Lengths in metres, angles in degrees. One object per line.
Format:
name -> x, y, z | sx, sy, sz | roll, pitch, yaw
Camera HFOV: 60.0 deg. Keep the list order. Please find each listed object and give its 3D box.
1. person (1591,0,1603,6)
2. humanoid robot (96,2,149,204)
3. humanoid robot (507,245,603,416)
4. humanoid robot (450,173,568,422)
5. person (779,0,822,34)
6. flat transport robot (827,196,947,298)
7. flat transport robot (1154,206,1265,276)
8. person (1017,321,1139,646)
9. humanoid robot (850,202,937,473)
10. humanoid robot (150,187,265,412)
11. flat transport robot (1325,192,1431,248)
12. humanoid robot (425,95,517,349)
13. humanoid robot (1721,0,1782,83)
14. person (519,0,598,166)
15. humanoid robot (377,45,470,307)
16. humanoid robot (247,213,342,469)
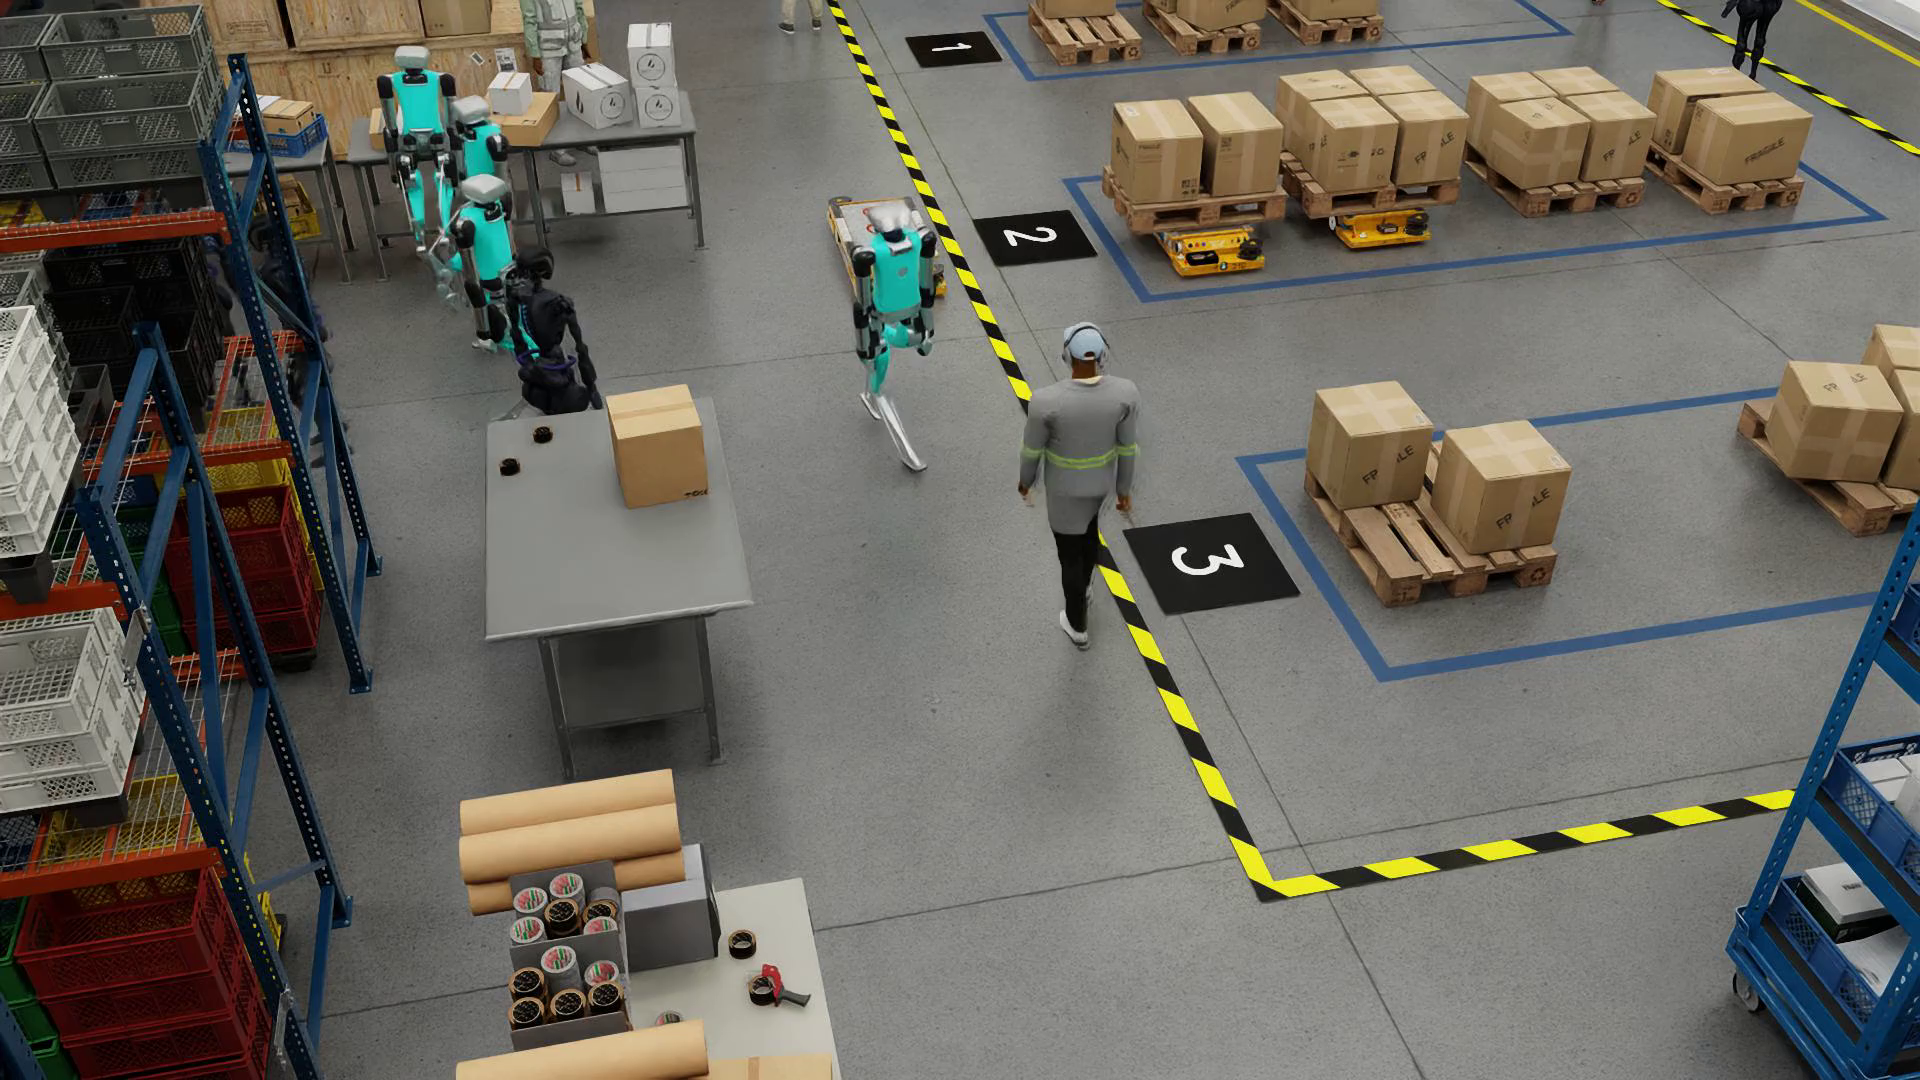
person -> 6.642, -6.327, 16.714 | 0.582, 1.872, 0.417 | 9, 38, 12
humanoid robot -> -6.458, -3.355, 12.927 | 0.742, 1.646, 0.594 | -8, 37, -11
humanoid robot -> -2.362, -0.905, 9.588 | 0.601, 1.639, 0.419 | 19, 41, 24
humanoid robot -> -2.607, -1.343, 10.148 | 0.895, 1.781, 0.568 | 11, 38, 14
person -> -1.583, -5.805, 16.098 | 0.563, 1.769, 0.398 | -13, 39, -17
flat transport robot -> -0.570, -2.220, 12.538 | 0.659, 0.231, 1.431 | -8, 37, -10
flat transport robot -> 1.798, -2.476, 12.858 | 0.652, 0.197, 1.431 | -8, 37, -10
person -> 0.586, -0.344, 8.704 | 0.585, 1.829, 0.771 | -11, 38, -14
humanoid robot -> -0.495, -1.310, 10.133 | 0.553, 1.763, 1.063 | -19, 41, -23
humanoid robot -> -4.790, -1.524, 10.434 | 0.495, 1.631, 0.594 | 22, 42, 27
flat transport robot -> 3.134, -2.740, 13.213 | 0.652, 0.197, 1.431 | -8, 37, -10
humanoid robot -> -3.277, -1.988, 11.033 | 0.753, 1.817, 0.537 | -27, 45, -32
humanoid robot -> 7.166, -4.883, 14.926 | 0.599, 1.654, 0.315 | -15, 39, -19
person -> -3.269, -4.034, 13.580 | 0.412, 1.939, 0.602 | 26, 44, 31
humanoid robot -> -3.722, -2.465, 11.683 | 0.564, 1.777, 0.963 | -8, 37, -11
humanoid robot -> -3.971, -1.181, 9.964 | 0.343, 1.649, 0.610 | -19, 41, -24
